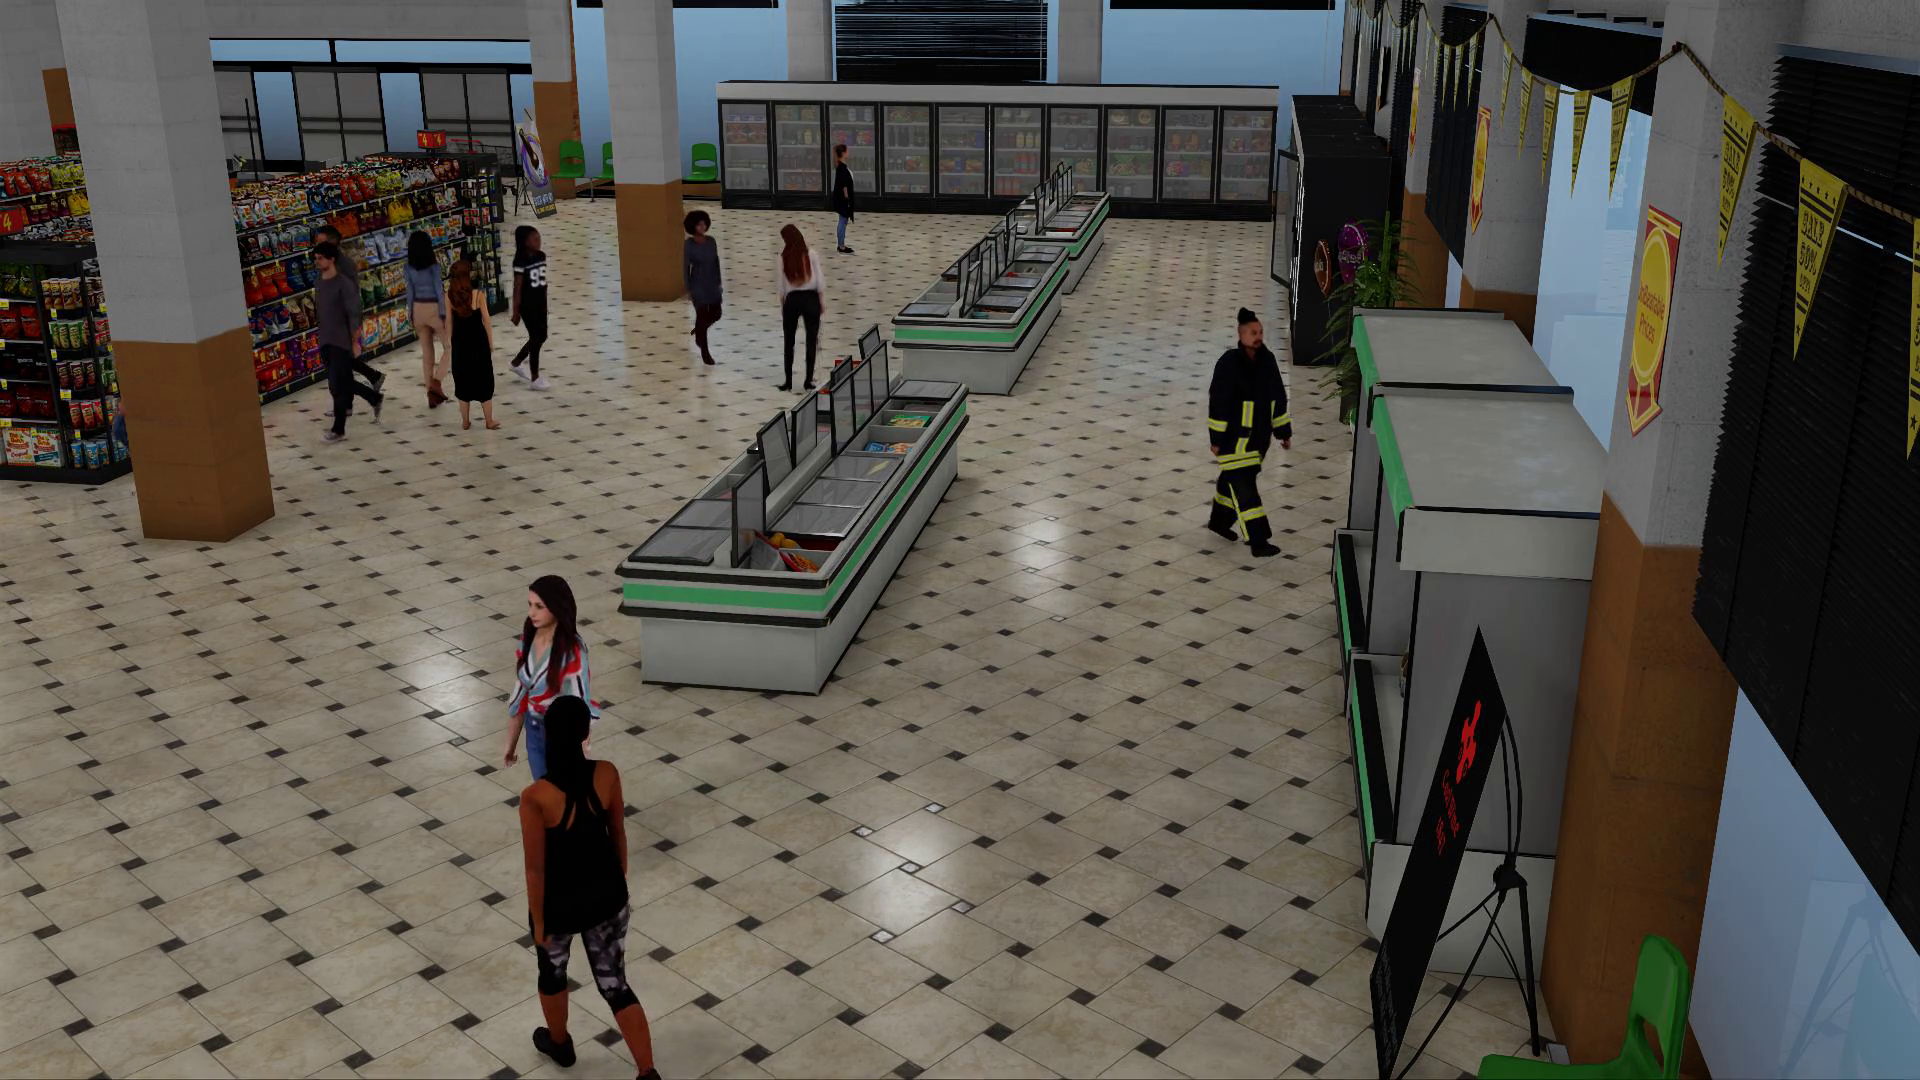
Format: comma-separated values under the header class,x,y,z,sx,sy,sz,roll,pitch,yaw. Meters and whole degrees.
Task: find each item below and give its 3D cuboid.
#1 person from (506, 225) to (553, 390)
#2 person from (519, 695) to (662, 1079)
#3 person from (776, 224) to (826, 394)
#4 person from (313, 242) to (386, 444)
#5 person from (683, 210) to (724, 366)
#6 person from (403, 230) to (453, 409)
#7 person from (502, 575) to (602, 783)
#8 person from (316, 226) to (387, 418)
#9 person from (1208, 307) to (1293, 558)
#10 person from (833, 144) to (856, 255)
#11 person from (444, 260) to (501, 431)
class,x,y,z,sx,sy,sz,roll,pitch,yaw
person,-4.528,-2.410,17.340,0.798,1.694,0.869,7,20,20
person,-1.369,1.380,6.194,1.091,1.633,1.082,-16,24,-39
person,-1.608,-2.383,17.176,0.691,1.747,0.591,6,19,16
person,-5.714,-1.850,15.472,0.965,1.825,1.169,13,22,33
person,-2.893,-2.818,18.543,0.869,1.698,0.928,-13,22,-33
person,-5.305,-2.164,16.507,0.638,1.759,0.670,4,19,12
person,-1.790,0.910,7.633,0.693,1.604,0.709,14,23,36
person,-5.999,-2.155,16.333,1.001,1.853,1.163,14,23,36
person,2.070,-0.808,12.390,1.197,1.820,1.265,-12,22,-32
person,-1.830,-5.338,26.037,0.758,1.684,0.605,-3,19,-8
person,-4.660,-1.855,15.800,0.625,1.625,0.645,-2,19,-5
